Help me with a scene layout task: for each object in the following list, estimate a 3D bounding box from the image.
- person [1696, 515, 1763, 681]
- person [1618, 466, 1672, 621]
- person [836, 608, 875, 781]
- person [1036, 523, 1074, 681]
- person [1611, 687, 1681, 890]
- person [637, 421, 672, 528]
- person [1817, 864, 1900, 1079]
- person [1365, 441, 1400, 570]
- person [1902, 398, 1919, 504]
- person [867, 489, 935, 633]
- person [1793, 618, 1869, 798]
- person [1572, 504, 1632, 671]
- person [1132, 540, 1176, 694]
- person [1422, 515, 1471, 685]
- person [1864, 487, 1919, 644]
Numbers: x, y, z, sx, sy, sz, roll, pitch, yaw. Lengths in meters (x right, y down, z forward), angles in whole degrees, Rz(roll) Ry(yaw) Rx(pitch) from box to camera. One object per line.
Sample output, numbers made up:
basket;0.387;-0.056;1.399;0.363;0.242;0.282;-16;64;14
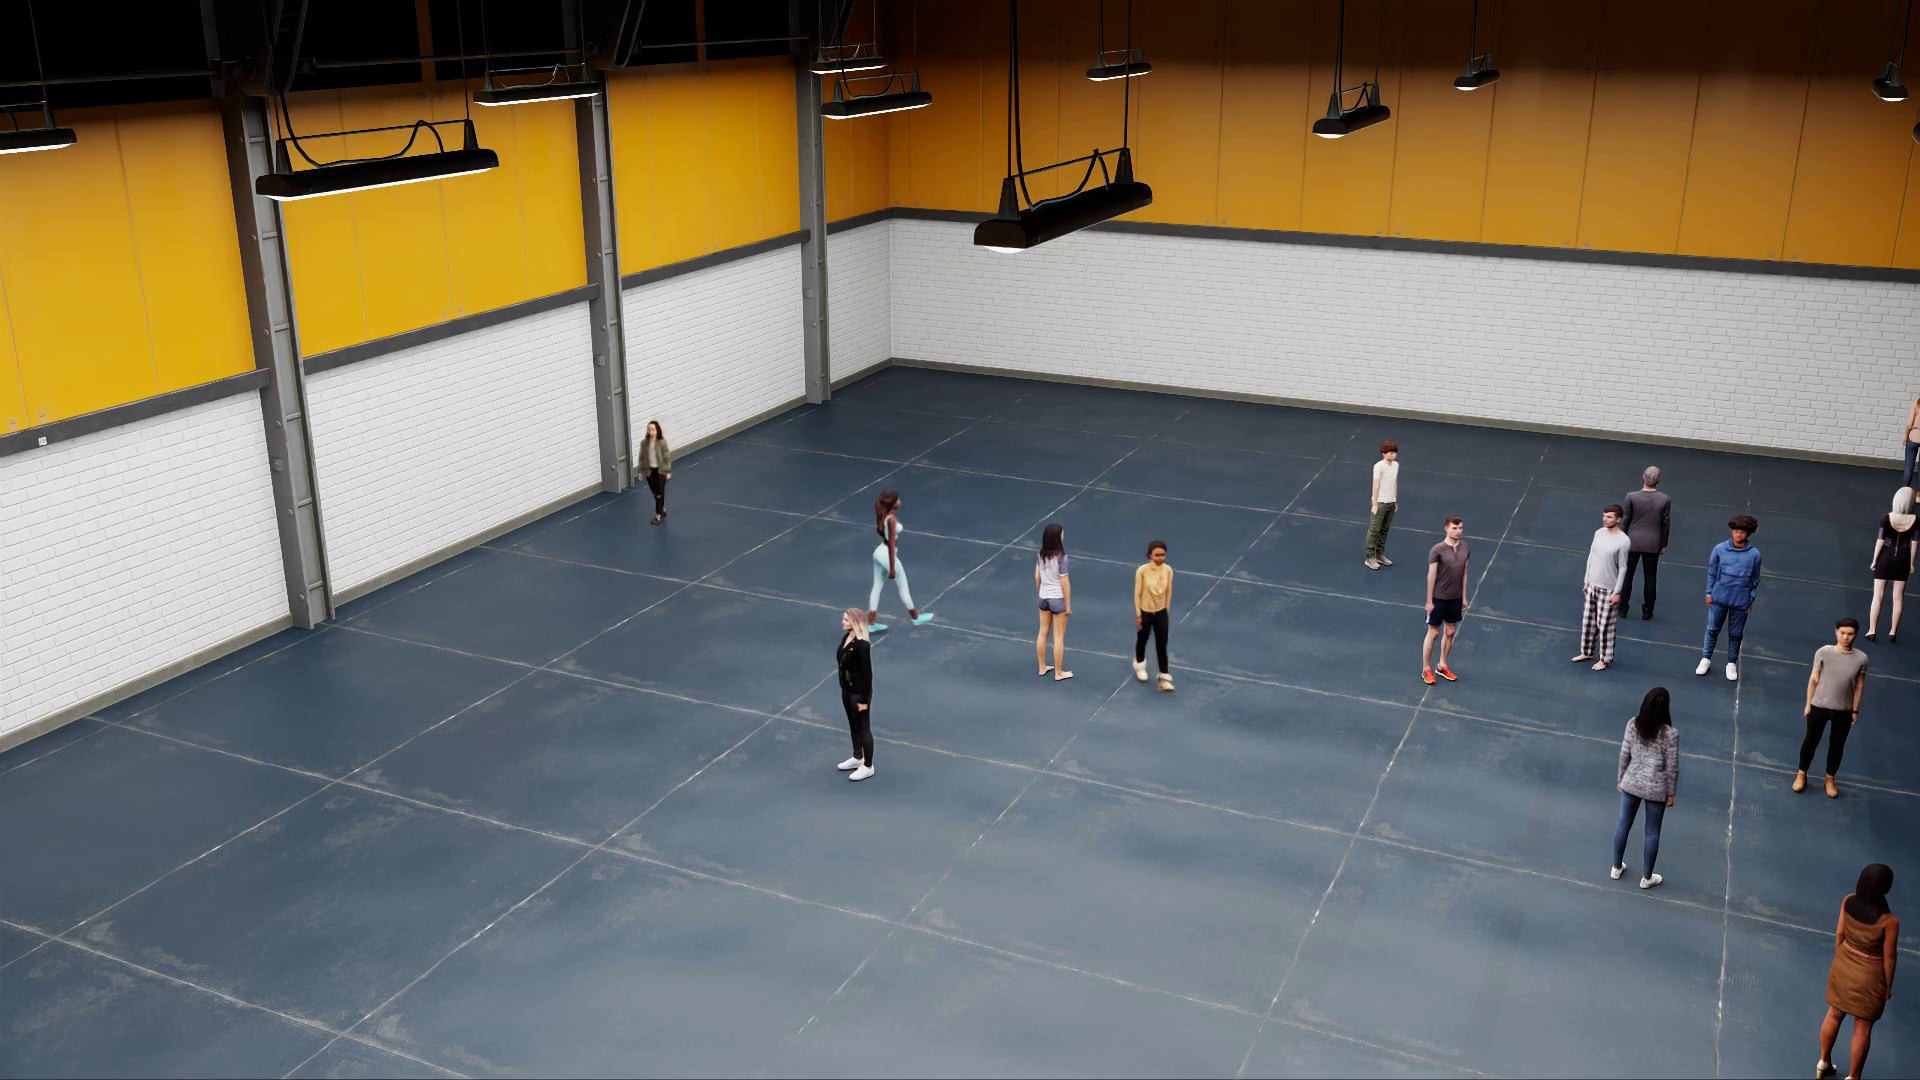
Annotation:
person;8.280;0.590;17.864;0.673;1.811;0.563;9;21;26
person;8.002;0.022;19.506;0.760;1.839;0.642;5;19;14
person;-0.957;1.424;15.584;0.730;1.685;0.699;-9;21;-26
person;0.996;0.646;17.822;0.624;1.733;0.648;-17;25;-42
person;5.656;2.023;13.735;0.678;1.731;0.628;16;25;40
person;-4.176;-0.940;22.987;0.693;1.442;0.980;5;19;15
person;6.017;2.923;11.128;0.676;1.690;0.640;-10;21;-26
person;5.414;-0.471;21.262;0.631;1.653;0.728;-12;22;-31
person;13.790;-1.422;23.870;0.601;1.791;0.525;7;20;20
person;-0.906;0.265;19.015;1.079;1.693;0.985;-8;20;-23
person;8.016;1.509;15.272;0.599;1.724;0.511;8;20;23
person;7.016;0.491;18.102;0.729;1.847;0.704;-10;21;-27
person;1.999;0.774;17.624;0.974;1.615;1.152;-3;19;-8
person;5.183;0.614;17.731;0.721;1.851;0.773;-6;20;-17
person;10.533;0.274;18.773;0.615;1.829;0.532;6;19;17
